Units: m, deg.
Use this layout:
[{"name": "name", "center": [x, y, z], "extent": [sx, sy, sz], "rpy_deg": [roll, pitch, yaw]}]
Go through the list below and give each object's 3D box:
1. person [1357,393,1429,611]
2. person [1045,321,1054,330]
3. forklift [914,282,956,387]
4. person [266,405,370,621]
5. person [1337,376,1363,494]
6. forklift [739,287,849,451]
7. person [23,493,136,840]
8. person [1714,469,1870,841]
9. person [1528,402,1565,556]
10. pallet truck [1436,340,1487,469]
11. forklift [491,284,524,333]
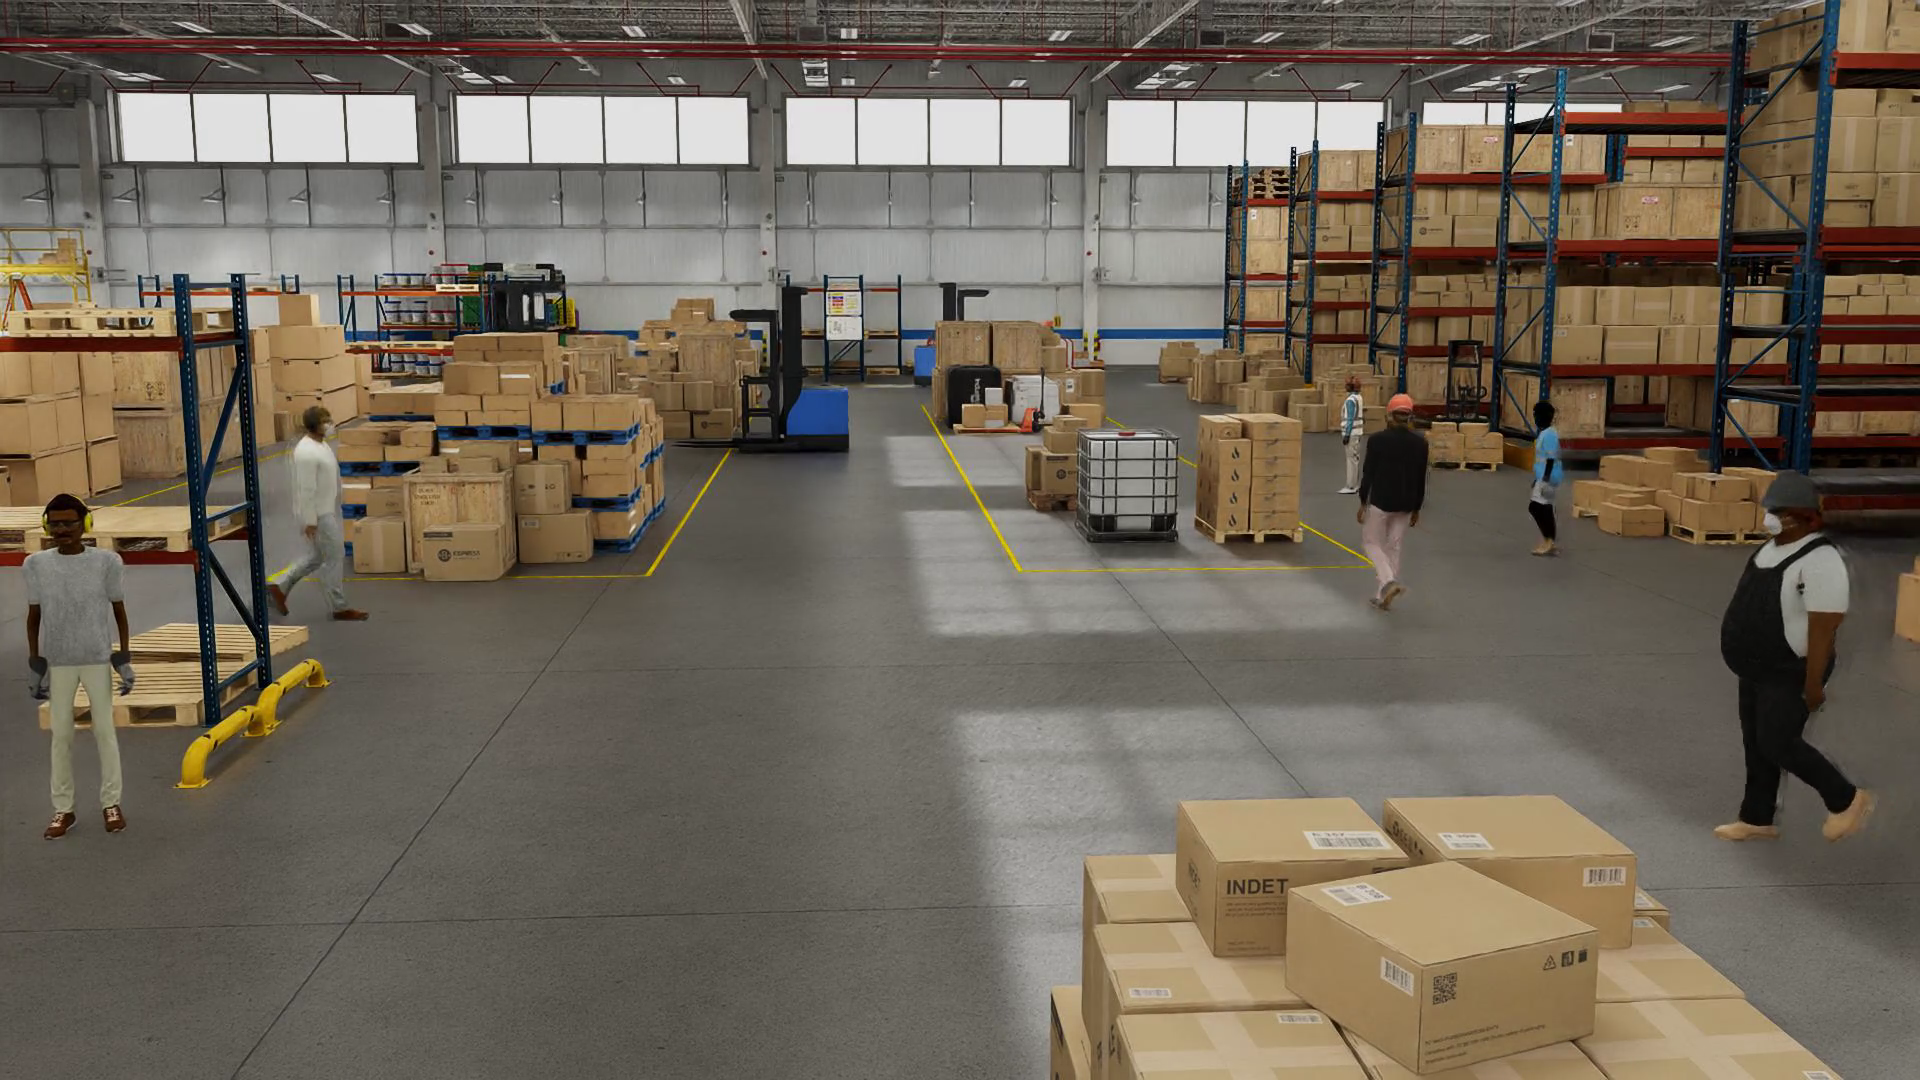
[{"name": "person", "center": [3.884, -0.322, 14.901], "extent": [0.641, 1.967, 0.567], "rpy_deg": [-2, 9, -11]}, {"name": "person", "center": [2.283, -4.633, 42.295], "extent": [0.542, 1.874, 1.030], "rpy_deg": [4, 10, 26]}, {"name": "forklift", "center": [-0.303, -5.566, 44.979], "extent": [1.873, 2.768, 1.129], "rpy_deg": [-1, 9, -4]}, {"name": "person", "center": [-5.647, -0.222, 14.464], "extent": [0.819, 1.917, 0.634], "rpy_deg": [-1, 9, -9]}, {"name": "person", "center": [5.429, -1.454, 23.045], "extent": [0.308, 1.641, 0.514], "rpy_deg": [4, 10, 24]}, {"name": "forklift", "center": [-2.857, -2.959, 28.607], "extent": [1.873, 2.768, 1.129], "rpy_deg": [-1, 9, -4]}, {"name": "person", "center": [-4.746, 0.671, 8.979], "extent": [0.521, 1.873, 0.335], "rpy_deg": [-3, 10, -19]}, {"name": "person", "center": [4.356, 0.625, 8.736], "extent": [0.696, 2.000, 0.679], "rpy_deg": [0, 9, 1]}, {"name": "person", "center": [6.296, -0.647, 17.869], "extent": [0.376, 1.671, 0.568], "rpy_deg": [4, 10, 21]}, {"name": "pallet truck", "center": [8.004, -2.170, 26.422], "extent": [0.823, 1.965, 1.885], "rpy_deg": [2, 9, 14]}, {"name": "forklift", "center": [-10.007, -4.280, 36.905], "extent": [1.873, 2.768, 1.129], "rpy_deg": [-8, 12, -39]}]
